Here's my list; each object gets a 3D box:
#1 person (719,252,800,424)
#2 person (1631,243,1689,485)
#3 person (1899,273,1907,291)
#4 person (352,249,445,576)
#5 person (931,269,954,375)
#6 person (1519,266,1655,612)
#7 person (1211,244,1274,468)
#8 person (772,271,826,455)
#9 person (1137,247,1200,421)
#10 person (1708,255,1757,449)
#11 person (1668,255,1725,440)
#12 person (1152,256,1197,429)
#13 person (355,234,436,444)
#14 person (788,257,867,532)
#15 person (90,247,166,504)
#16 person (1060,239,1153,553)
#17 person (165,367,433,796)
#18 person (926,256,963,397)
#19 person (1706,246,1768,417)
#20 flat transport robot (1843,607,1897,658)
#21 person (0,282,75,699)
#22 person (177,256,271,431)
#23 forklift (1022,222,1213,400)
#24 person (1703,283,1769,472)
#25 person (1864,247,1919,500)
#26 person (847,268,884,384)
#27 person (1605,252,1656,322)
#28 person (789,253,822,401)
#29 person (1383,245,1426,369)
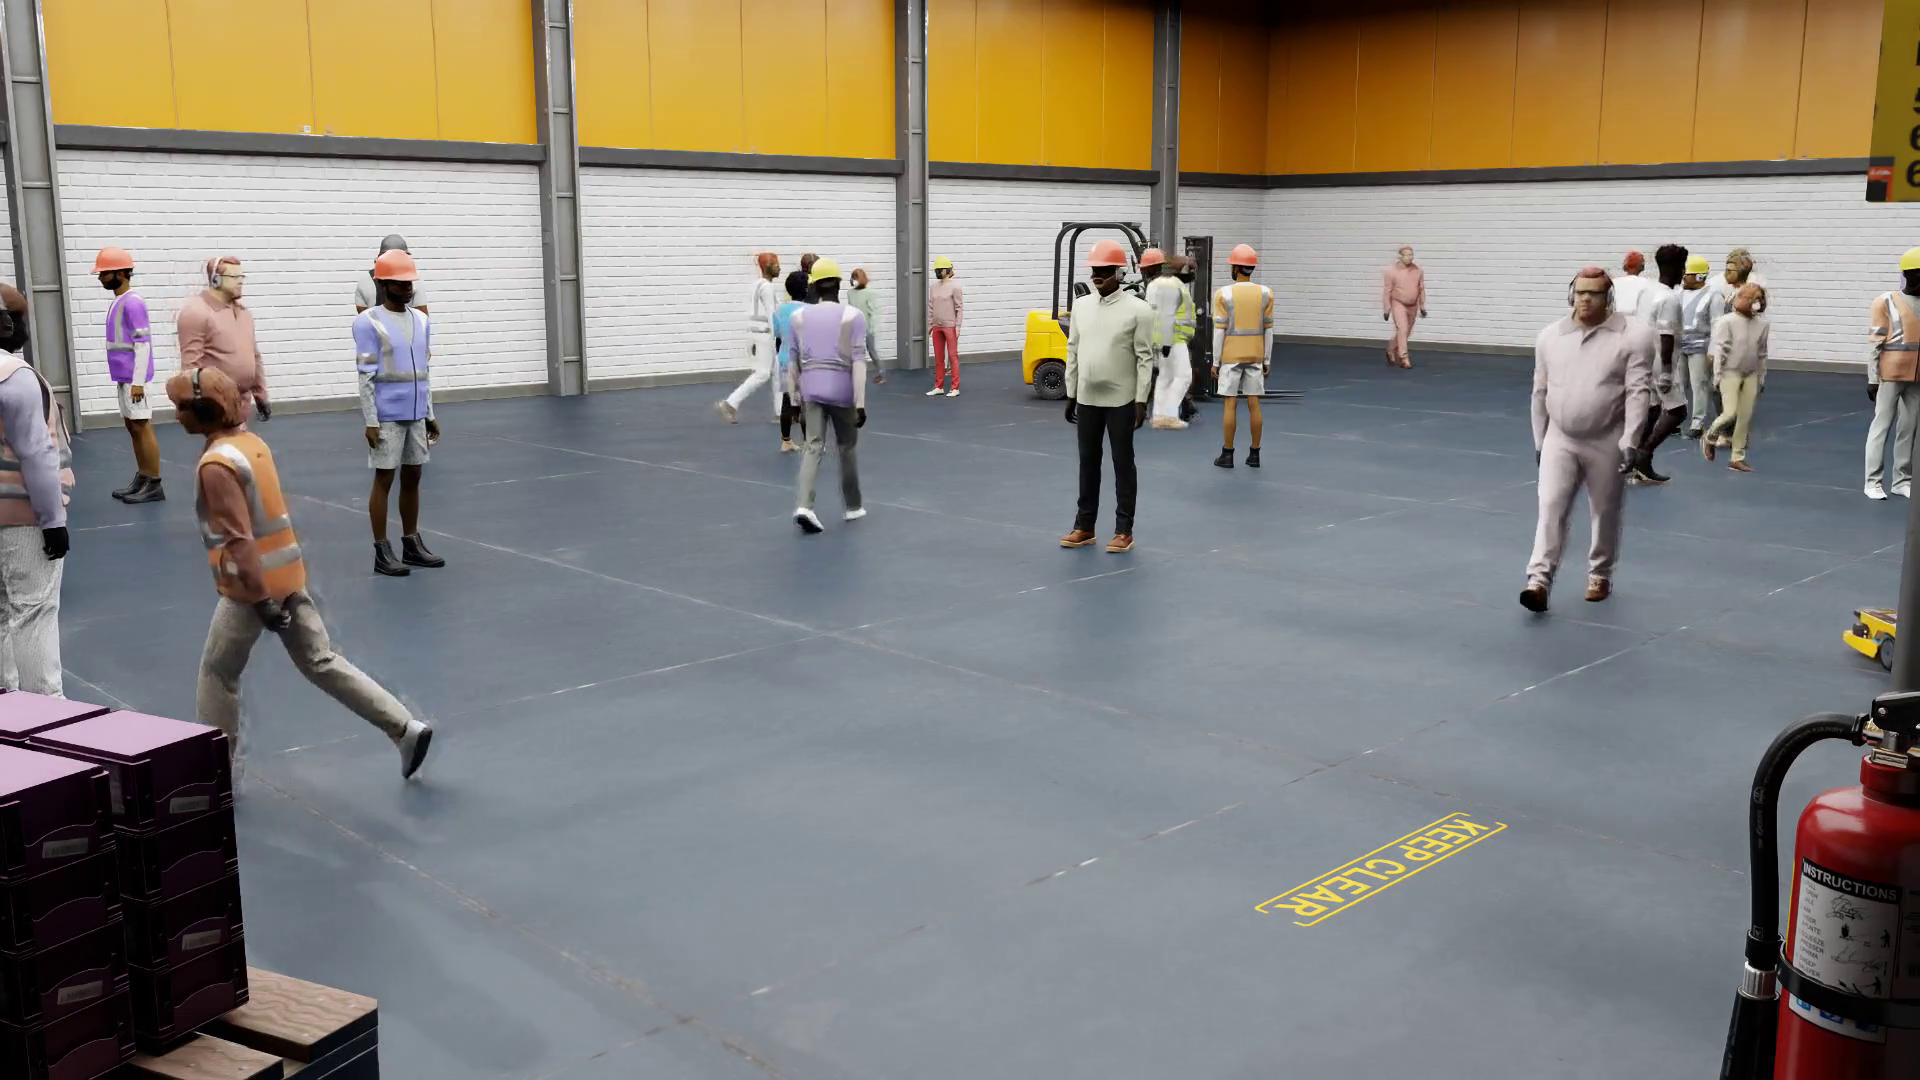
[{"bbox_3d":[-2.145,-2.144,17.772,0.838,1.855,0.574,-1,10,-8],"label":"person"},{"bbox_3d":[5.637,-1.397,13.396,0.389,1.946,0.618,0,10,0],"label":"person"},{"bbox_3d":[13.283,-3.136,23.008,0.639,1.910,0.407,2,11,11],"label":"person"},{"bbox_3d":[-3.349,-0.764,9.989,0.377,1.938,0.547,6,12,28],"label":"person"},{"bbox_3d":[-0.220,-3.218,24.203,0.265,1.632,0.508,-7,13,-34],"label":"person"},{"bbox_3d":[3.358,-0.532,8.963,0.647,1.850,1.023,7,12,33],"label":"person"},{"bbox_3d":[2.450,-1.593,14.503,0.551,1.940,0.352,-2,11,-10],"label":"person"},{"bbox_3d":[-1.487,-1.626,15.350,0.535,1.697,0.318,7,12,33],"label":"person"},{"bbox_3d":[2.204,-2.216,18.043,0.898,1.906,0.546,4,11,22],"label":"person"},{"bbox_3d":[7.295,-1.771,15.760,0.534,1.828,0.527,3,11,17],"label":"person"},{"bbox_3d":[7.263,-1.909,16.539,0.404,1.827,0.588,-5,11,-25],"label":"person"},{"bbox_3d":[2.245,-2.059,17.437,0.482,1.806,0.646,1,10,5],"label":"person"},{"bbox_3d":[-5.407,-1.925,16.040,0.688,2.000,0.536,1,10,7],"label":"person"},{"bbox_3d":[-0.935,-1.009,11.515,0.594,1.883,0.980,3,11,15],"label":"person"},{"bbox_3d":[-6.316,-1.241,12.603,0.372,1.933,0.552,-8,13,-37],"label":"person"},{"bbox_3d":[0.933,-0.917,10.666,0.608,1.996,0.381,7,13,34],"label":"person"},{"bbox_3d":[-2.401,0.160,5.930,0.889,1.584,0.531,-1,10,-5],"label":"person"},{"bbox_3d":[-0.206,-2.676,20.885,0.533,1.767,0.326,8,13,39],"label":"person"},{"bbox_3d":[8.477,-2.257,18.247,0.664,1.909,0.844,5,12,27],"label":"person"},{"bbox_3d":[4.641,0.540,7.428,0.652,0.197,1.431,0,10,1],"label":"flat transport robot"},{"bbox_3d":[-3.753,-0.096,6.614,0.627,1.845,0.429,6,12,30],"label":"person"},{"bbox_3d":[-4.864,-0.953,11.171,0.696,1.880,0.672,2,11,10],"label":"person"},{"bbox_3d":[1.935,-2.847,20.651,2.313,2.155,1.214,2,11,13],"label":"forklift"},{"bbox_3d":[6.687,-1.400,14.317,0.519,1.614,0.431,-2,11,-11],"label":"person"},{"bbox_3d":[7.246,-1.268,12.757,0.592,1.930,0.356,-1,10,-7],"label":"person"},{"bbox_3d":[-1.302,-2.877,22.484,0.504,1.596,0.846,6,12,31],"label":"person"},{"bbox_3d":[7.634,-2.354,18.959,0.561,1.832,0.959,9,14,41],"label":"person"},{"bbox_3d":[-1.735,-2.543,20.068,0.931,1.795,0.658,-6,12,-31],"label":"person"},{"bbox_3d":[6.800,-3.588,25.578,0.638,1.876,0.903,-3,11,-18],"label":"person"}]
